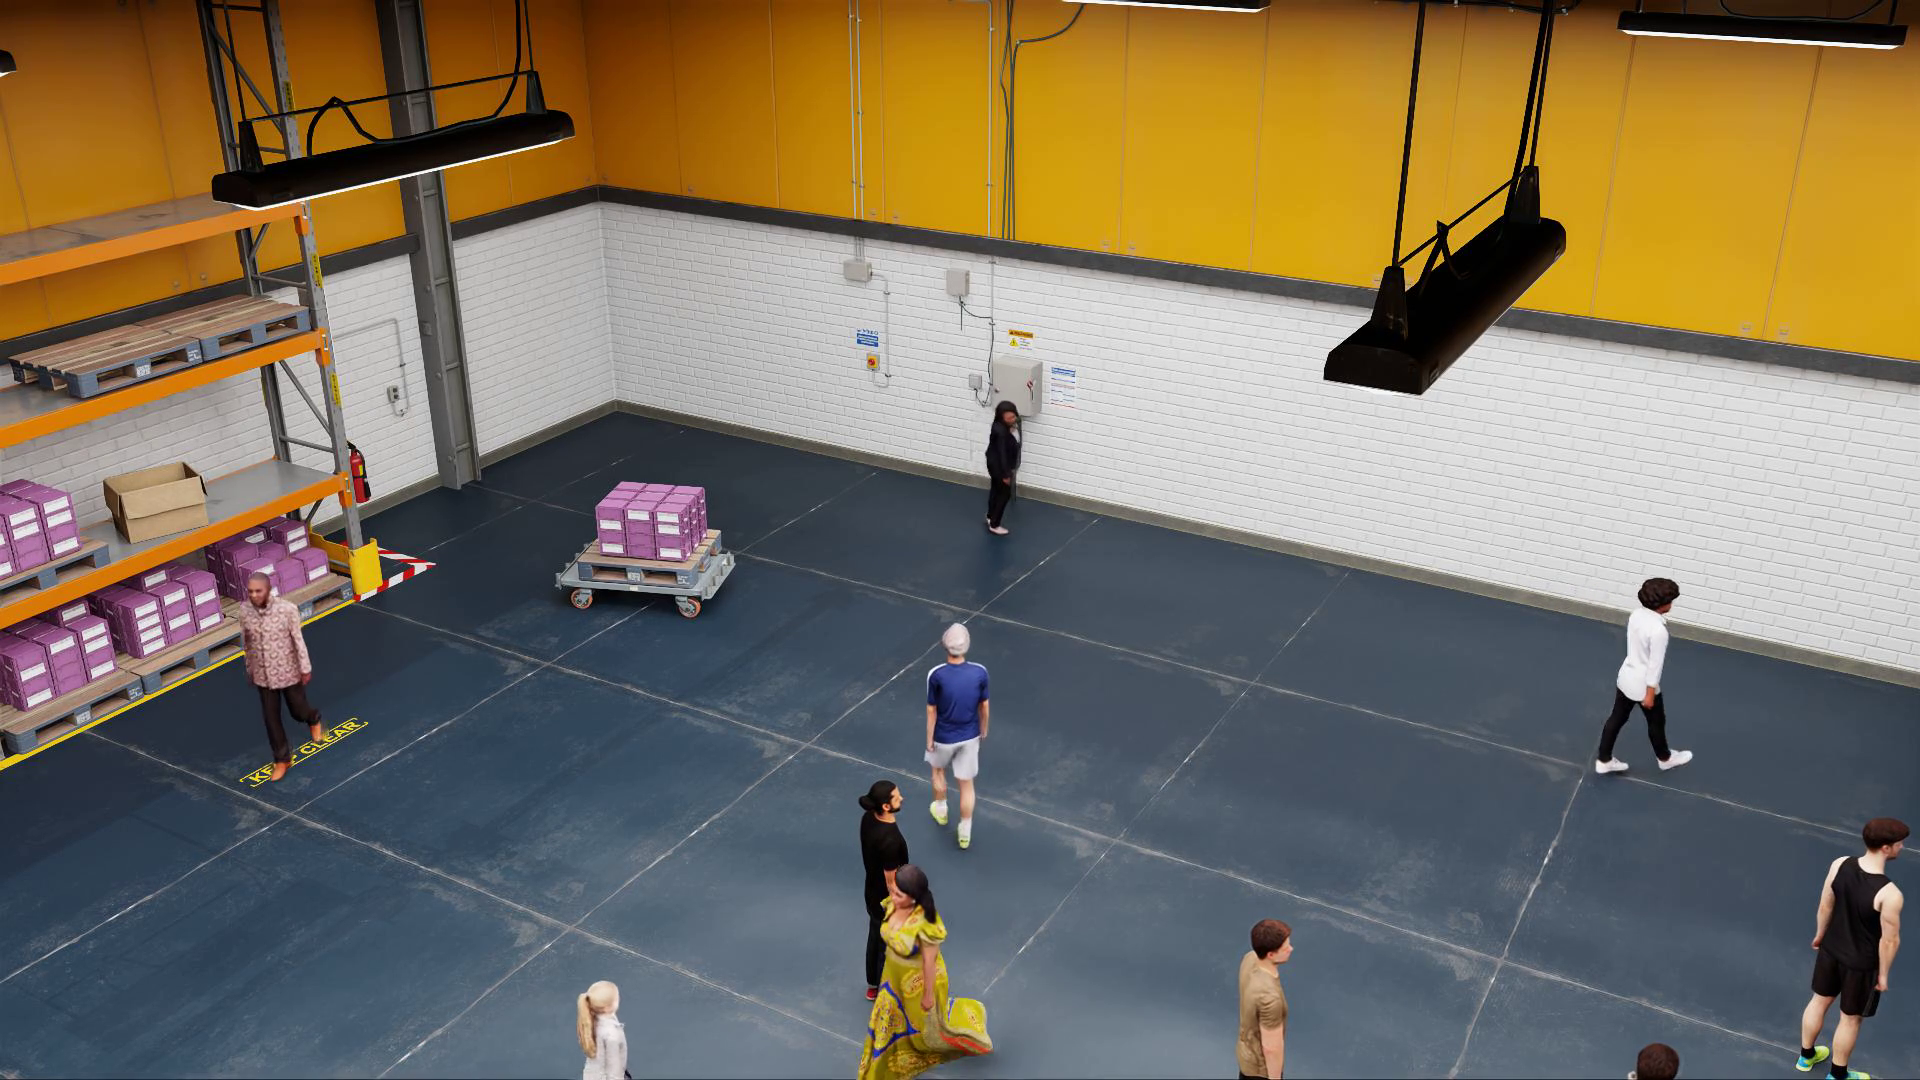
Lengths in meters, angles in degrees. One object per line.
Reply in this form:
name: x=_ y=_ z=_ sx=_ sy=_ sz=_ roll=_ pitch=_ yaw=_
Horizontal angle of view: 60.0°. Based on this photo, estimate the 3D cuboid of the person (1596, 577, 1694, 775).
person: x=5.525 y=1.152 z=13.685 sx=1.088 sy=1.779 sz=1.069 roll=-4 pitch=24 yaw=-9

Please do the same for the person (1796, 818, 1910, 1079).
person: x=5.534 y=2.561 z=10.322 sx=0.793 sy=1.892 sz=0.770 roll=-10 pitch=26 yaw=-22

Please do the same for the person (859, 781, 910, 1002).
person: x=-0.490 y=2.354 z=10.960 sx=0.766 sy=1.758 sz=0.728 roll=-9 pitch=25 yaw=-20

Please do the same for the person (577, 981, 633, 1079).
person: x=-2.119 y=3.156 z=9.743 sx=0.627 sy=1.264 sz=0.579 roll=-19 pitch=30 yaw=-36

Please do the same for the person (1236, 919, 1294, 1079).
person: x=1.709 y=2.944 z=9.495 sx=0.812 sy=1.852 sz=0.704 roll=-2 pitch=24 yaw=-4

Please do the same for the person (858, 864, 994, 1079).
person: x=-0.225 y=2.698 z=10.331 sx=1.315 sy=1.631 sz=0.969 roll=-22 pitch=32 yaw=-40

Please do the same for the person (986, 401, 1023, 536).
person: x=0.433 y=-0.827 z=18.452 sx=0.996 sy=1.586 sz=0.857 roll=-5 pitch=24 yaw=-12

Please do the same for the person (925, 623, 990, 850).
person: x=-0.013 y=1.543 z=12.744 sx=0.925 sy=1.816 sz=0.992 roll=-5 pitch=24 yaw=-11

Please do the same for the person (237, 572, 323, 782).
person: x=-5.654 y=1.068 z=13.871 sx=1.015 sy=1.784 sz=1.148 roll=-1 pitch=24 yaw=-1
